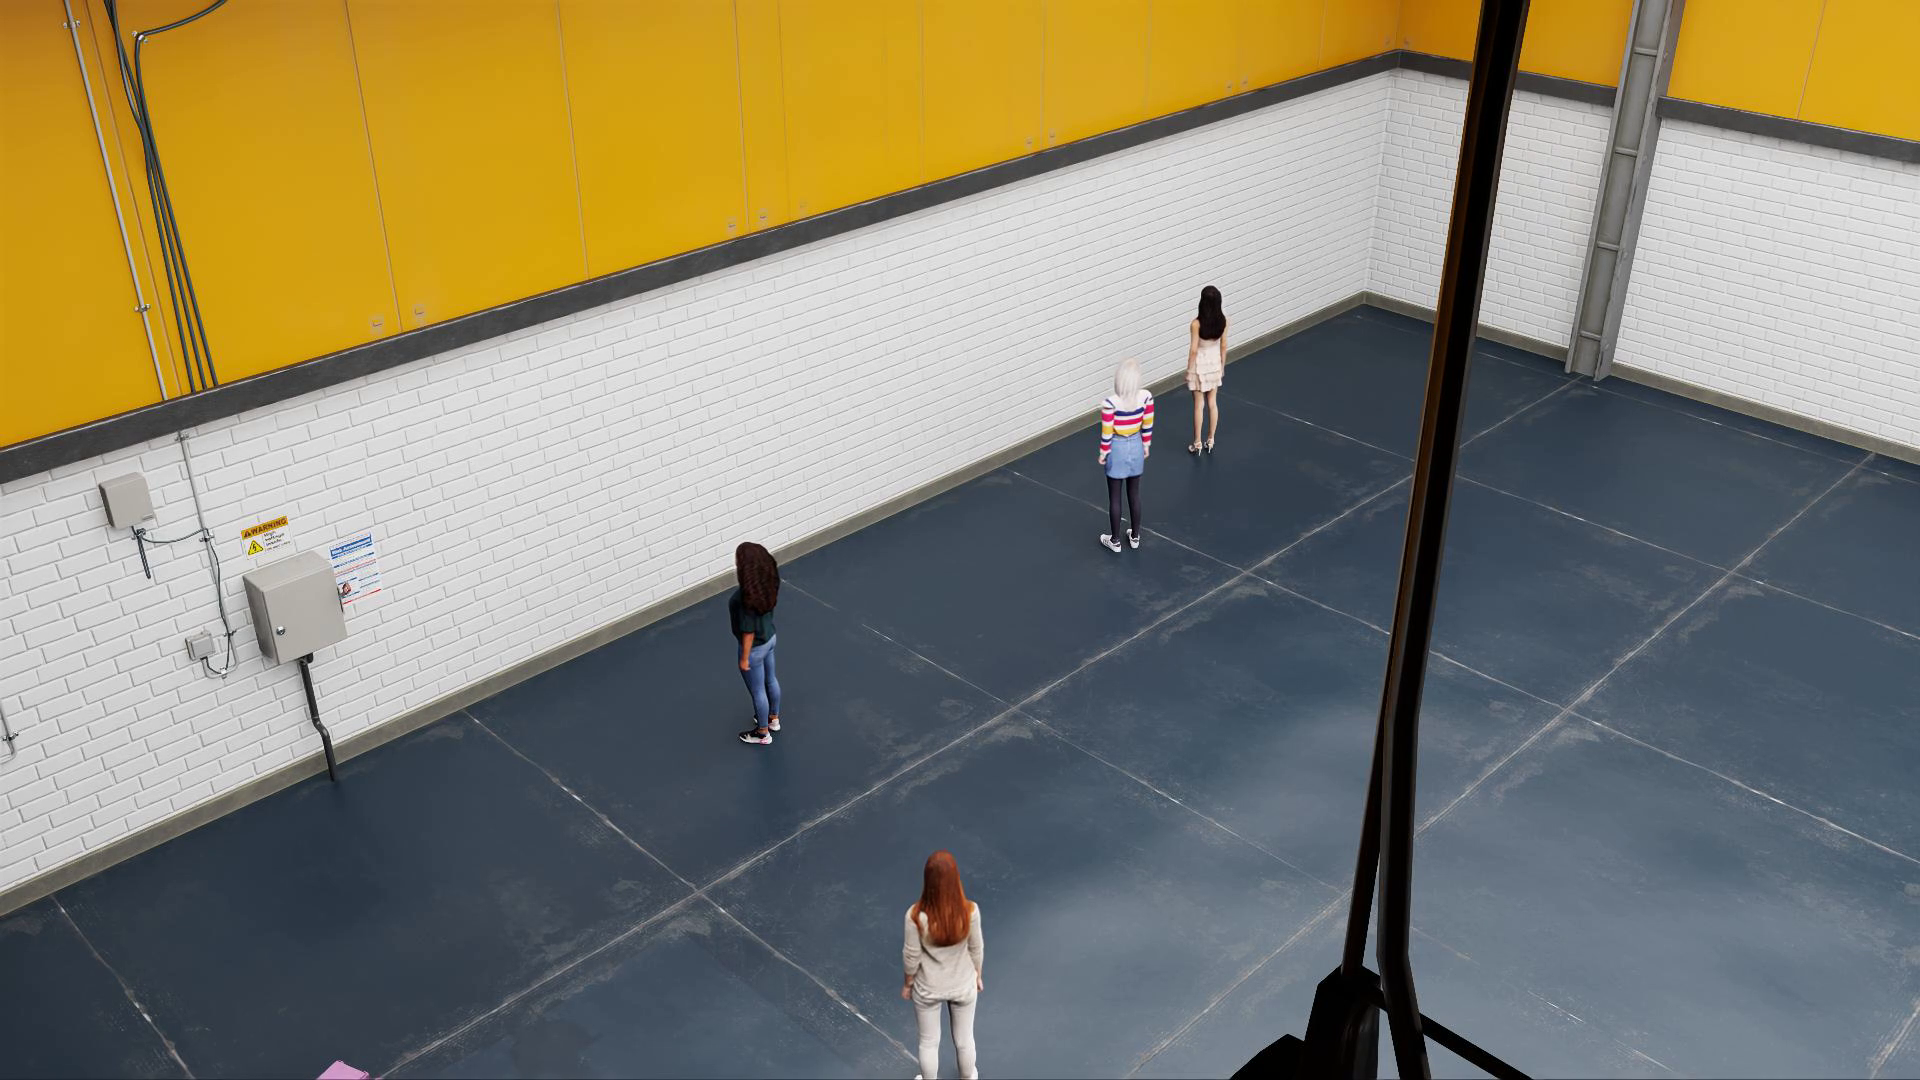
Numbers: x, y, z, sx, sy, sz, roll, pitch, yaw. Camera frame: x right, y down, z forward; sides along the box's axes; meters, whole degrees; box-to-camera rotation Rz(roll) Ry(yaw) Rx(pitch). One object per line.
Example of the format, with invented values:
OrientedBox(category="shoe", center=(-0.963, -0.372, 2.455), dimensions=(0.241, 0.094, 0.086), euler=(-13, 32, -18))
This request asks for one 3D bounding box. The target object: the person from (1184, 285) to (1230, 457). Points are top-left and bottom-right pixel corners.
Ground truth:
OrientedBox(category="person", center=(2.408, -1.654, 16.271), dimensions=(0.660, 1.735, 0.671), euler=(-9, 30, -15))

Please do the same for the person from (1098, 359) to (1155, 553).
OrientedBox(category="person", center=(1.445, -0.748, 14.535), dimensions=(0.724, 1.808, 0.685), euler=(-10, 30, -17))

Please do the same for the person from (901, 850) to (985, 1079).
OrientedBox(category="person", center=(-0.082, 2.375, 8.909), dimensions=(0.699, 1.713, 0.734), euler=(-4, 29, -7))

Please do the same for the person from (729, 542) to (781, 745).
OrientedBox(category="person", center=(-1.466, 0.737, 12.013), dimensions=(0.713, 1.617, 0.690), euler=(11, 30, 19))
